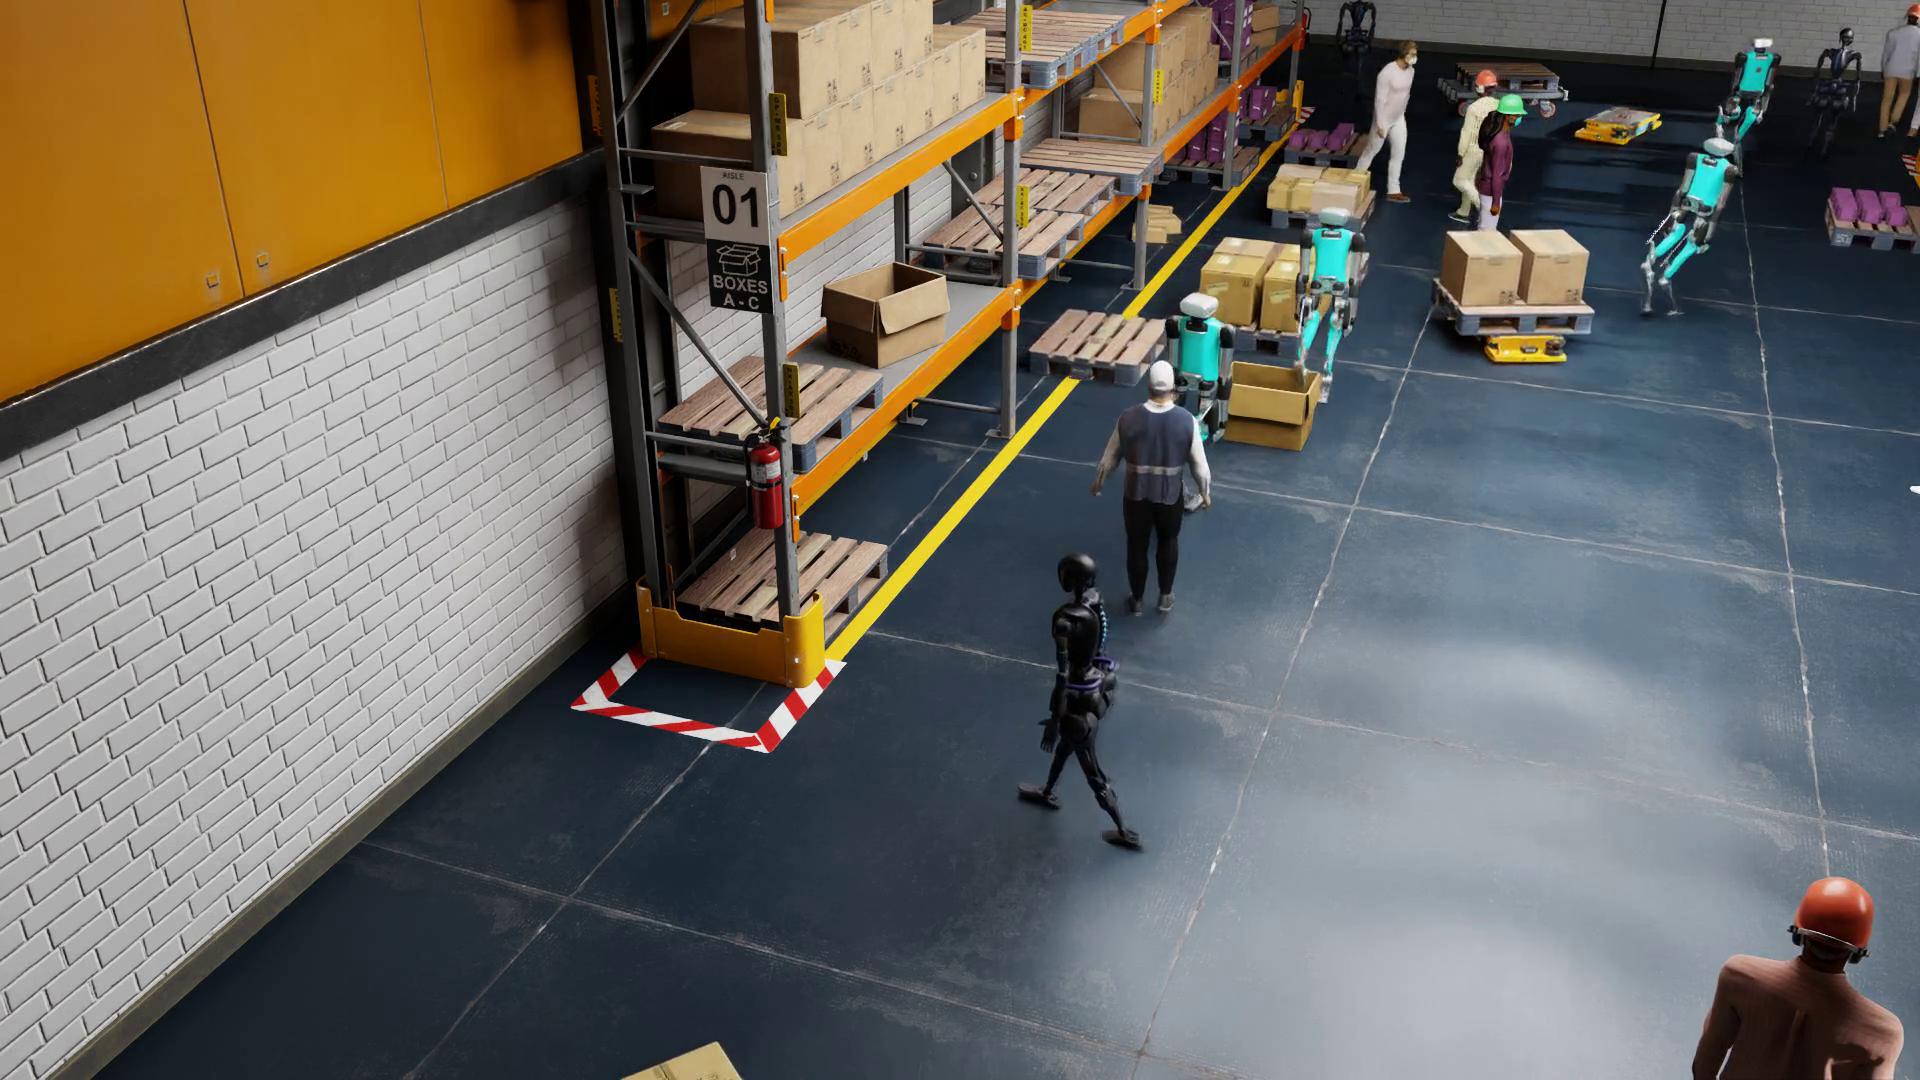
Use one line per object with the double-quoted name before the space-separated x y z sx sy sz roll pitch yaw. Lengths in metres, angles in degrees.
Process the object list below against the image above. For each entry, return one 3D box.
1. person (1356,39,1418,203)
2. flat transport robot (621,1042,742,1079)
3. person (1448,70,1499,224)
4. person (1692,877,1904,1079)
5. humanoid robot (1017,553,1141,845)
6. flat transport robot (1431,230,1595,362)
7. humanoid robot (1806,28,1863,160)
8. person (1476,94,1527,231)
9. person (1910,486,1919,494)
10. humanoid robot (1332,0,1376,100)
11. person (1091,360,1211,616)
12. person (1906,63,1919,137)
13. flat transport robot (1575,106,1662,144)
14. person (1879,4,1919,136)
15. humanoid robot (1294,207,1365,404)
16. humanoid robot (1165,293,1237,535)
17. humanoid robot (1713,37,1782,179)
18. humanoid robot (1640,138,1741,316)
"person" 5.009 -4.914 19.525 0.646 1.899 0.716 -20 33 -34
"flat transport robot" -1.028 2.830 6.261 1.431 0.231 0.659 -15 31 -27
"person" 5.817 -4.386 18.652 0.571 1.716 0.553 -20 33 -34
"person" 2.917 2.041 5.925 0.610 1.986 0.402 22 34 36
"humanoid robot" 0.644 0.826 8.679 0.787 1.635 0.607 13 30 24
"flat transport robot" 5.135 -1.997 15.625 0.659 0.231 1.431 -1 27 -1
"humanoid robot" 11.130 -5.682 21.234 0.610 1.636 0.450 23 35 37
"person" 5.359 -3.504 16.728 0.431 1.942 0.482 5 28 9
"person" 7.475 -1.092 12.377 0.498 1.633 0.278 -19 33 -33
"humanoid robot" 5.813 -7.346 24.494 0.590 1.634 0.698 1 27 1
"person" 1.240 -0.323 10.757 0.774 1.753 0.464 2 27 3
"person" 13.146 -6.304 22.279 0.616 1.836 0.432 17 32 29
"flat transport robot" 9.024 -5.672 22.753 0.659 0.231 1.431 21 34 35
"person" 12.692 -6.335 22.432 0.575 1.730 0.427 19 33 33
"humanoid robot" 2.943 -1.768 13.619 0.552 1.741 0.947 9 29 18
"humanoid robot" 1.554 -0.811 11.775 0.536 1.767 1.034 16 31 28
"humanoid robot" 9.648 -5.362 20.582 0.536 1.760 1.028 2 27 3
"humanoid robot" 6.796 -2.866 15.730 0.845 1.770 0.608 -18 32 -31
